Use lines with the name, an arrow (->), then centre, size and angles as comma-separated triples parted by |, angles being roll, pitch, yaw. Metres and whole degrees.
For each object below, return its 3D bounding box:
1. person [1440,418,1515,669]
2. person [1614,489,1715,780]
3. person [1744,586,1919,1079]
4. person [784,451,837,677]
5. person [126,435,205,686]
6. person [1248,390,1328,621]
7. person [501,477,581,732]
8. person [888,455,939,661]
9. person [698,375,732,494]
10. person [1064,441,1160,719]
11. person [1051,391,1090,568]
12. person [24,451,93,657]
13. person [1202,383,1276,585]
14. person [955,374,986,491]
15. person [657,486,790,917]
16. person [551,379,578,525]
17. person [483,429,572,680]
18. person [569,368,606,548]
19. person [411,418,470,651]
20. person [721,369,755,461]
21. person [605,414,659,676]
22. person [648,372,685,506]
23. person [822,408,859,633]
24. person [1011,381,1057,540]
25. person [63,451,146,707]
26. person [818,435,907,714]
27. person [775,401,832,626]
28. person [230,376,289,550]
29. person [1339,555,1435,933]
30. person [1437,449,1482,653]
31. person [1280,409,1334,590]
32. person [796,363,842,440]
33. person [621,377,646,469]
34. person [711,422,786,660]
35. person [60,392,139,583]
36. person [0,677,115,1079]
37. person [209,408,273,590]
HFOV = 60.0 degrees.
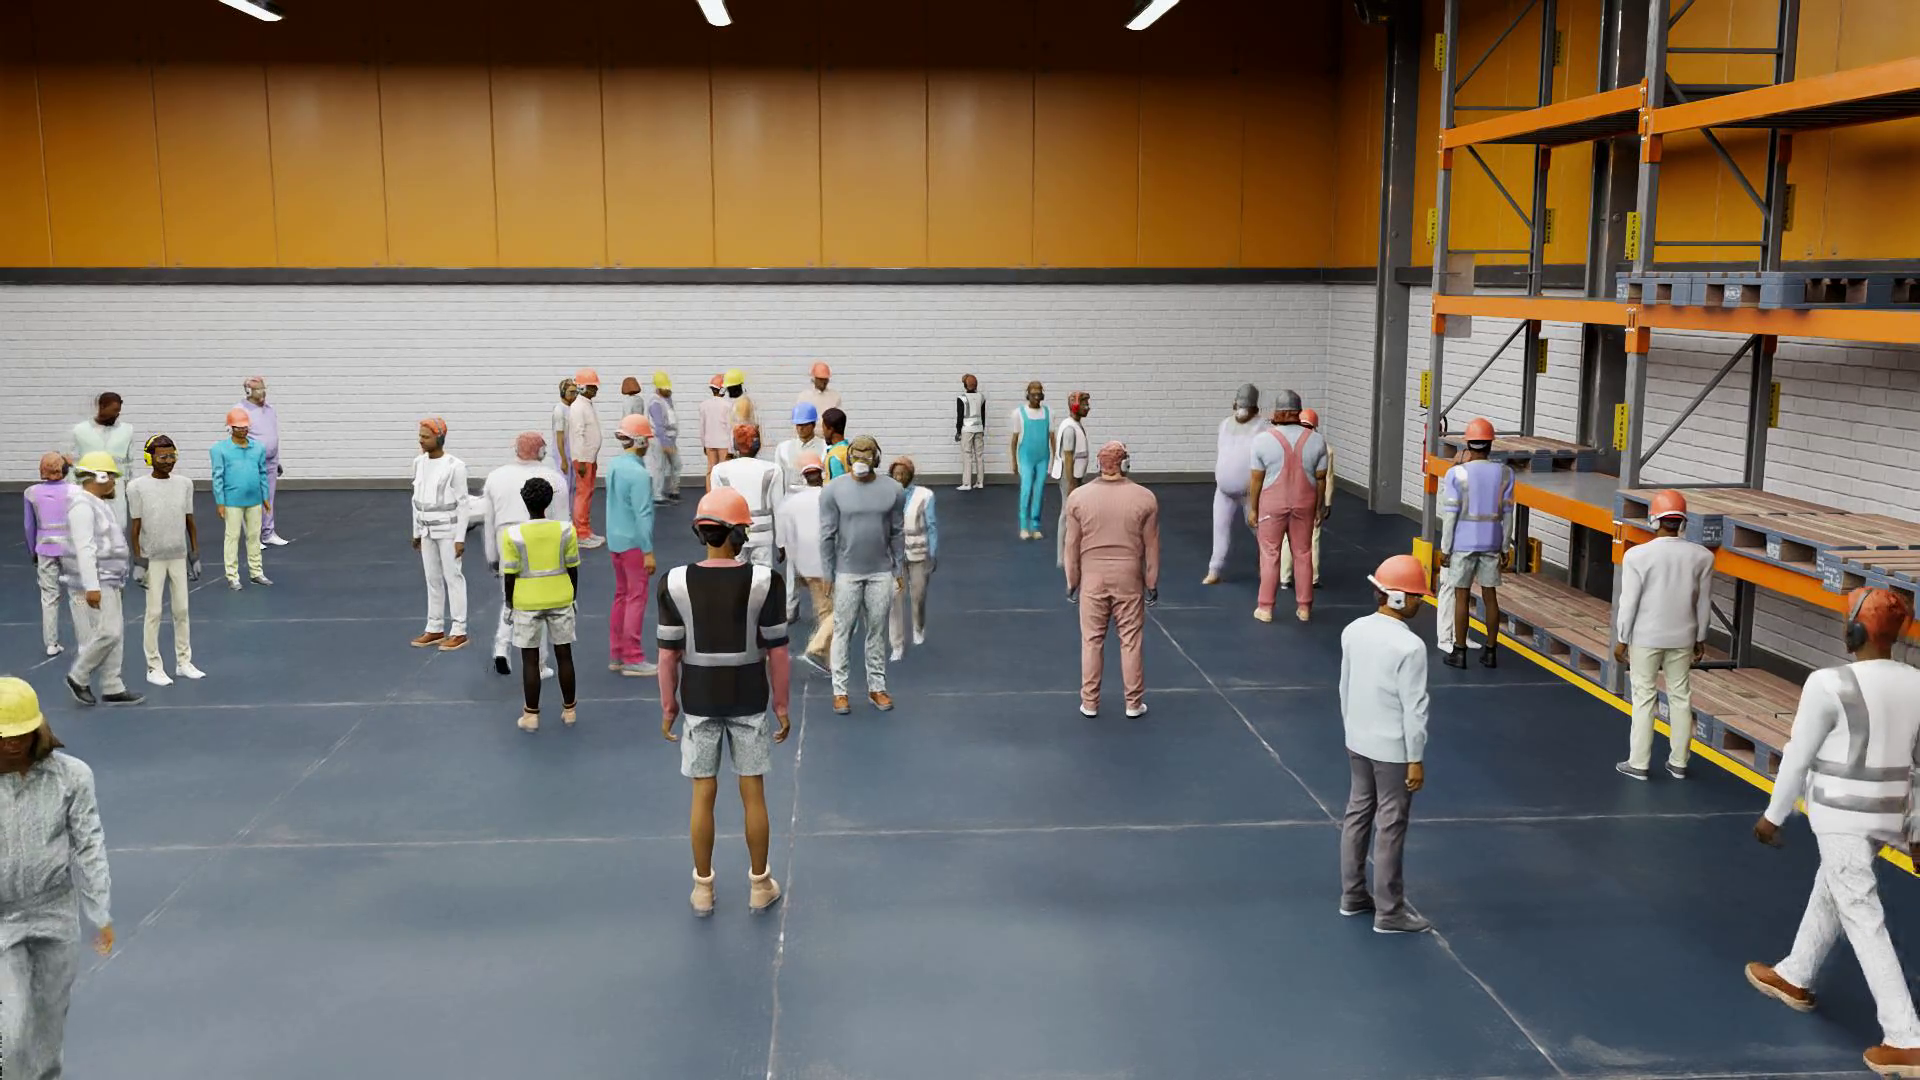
person -> 3.963, 0.030, 12.804 | 0.552, 1.931, 0.366 | -1, 9, -4
person -> 4.211, 0.566, 10.004 | 0.573, 1.749, 0.339 | -1, 9, -4
person -> 3.505, 1.092, 6.486 | 0.579, 1.837, 1.021 | -3, 9, -17
person -> -1.039, 0.195, 12.475 | 0.609, 1.704, 0.472 | 7, 11, 36
person -> -5.883, 0.146, 12.325 | 0.328, 1.862, 0.503 | 8, 12, 40
person -> 2.844, -0.307, 14.585 | 0.689, 2.000, 0.537 | -1, 9, -4
person -> -2.780, 0.427, 11.053 | 0.533, 1.697, 0.319 | -5, 10, -29
person -> -0.418, 0.112, 13.299 | 0.533, 1.612, 0.743 | 1, 9, 5
person -> -3.082, -1.246, 21.377 | 0.562, 1.752, 0.327 | 5, 10, 28
person -> 1.039, 0.274, 11.367 | 0.652, 1.904, 0.402 | 1, 9, 7
person -> 1.145, -0.619, 17.196 | 0.383, 1.838, 0.567 | 2, 9, 13
person -> -7.126, 0.113, 13.202 | 0.523, 1.639, 0.309 | -1, 9, -4
person -> 2.830, -0.598, 16.413 | 0.676, 2.000, 0.979 | 8, 12, 40
person -> 0.150, -1.511, 23.396 | 0.514, 1.642, 0.310 | -7, 12, -39
person -> -1.109, 0.762, 7.874 | 0.615, 2.037, 0.385 | -1, 9, -4
person -> -4.519, -0.937, 19.166 | 0.348, 1.842, 0.505 | 0, 9, 2
person -> -3.219, 0.121, 12.416 | 0.660, 1.885, 0.443 | 2, 9, 12
person -> -4.157, -0.918, 18.567 | 0.396, 1.992, 0.623 | 0, 9, 0
person -> -4.212, -0.047, 13.448 | 0.572, 1.883, 0.355 | 5, 11, 31
person -> -2.738, -1.127, 20.214 | 0.638, 1.892, 0.582 | -2, 9, -14
person -> -2.475, 0.032, 12.653 | 0.411, 1.983, 0.638 | -6, 11, -34
person -> -3.832, -1.301, 21.670 | 0.500, 1.783, 0.667 | 3, 9, 16
person -> -0.995, -0.160, 14.056 | 0.397, 1.917, 0.590 | 1, 9, 5
person -> 0.876, -0.894, 18.944 | 0.527, 1.829, 0.537 | -2, 9, -15
person -> -6.022, 0.291, 11.605 | 0.490, 1.800, 0.647 | -2, 9, -14
person -> -0.665, 0.231, 11.534 | 0.628, 1.936, 0.375 | -3, 10, -19
person -> -1.317, -0.226, 14.366 | 0.618, 1.945, 0.394 | 1, 9, 8
person -> -7.766, -0.858, 18.453 | 0.410, 1.913, 0.643 | 3, 9, 17
person -> 1.991, 0.932, 7.722 | 0.345, 1.745, 0.564 | -4, 10, -21
person -> 4.032, 0.085, 13.367 | 0.514, 1.645, 0.309 | -8, 12, -42
person -> 3.320, -0.389, 16.029 | 0.562, 1.744, 0.346 | 3, 10, 19
person -> -1.706, -1.207, 20.544 | 0.656, 1.935, 1.032 | -4, 10, -25
person -> -4.497, -1.422, 22.859 | 0.270, 1.632, 0.508 | 3, 9, 16
person -> -1.654, 0.016, 13.047 | 0.584, 1.882, 0.339 | -1, 9, -4
person -> -8.588, -0.525, 16.498 | 0.809, 1.870, 0.368 | -7, 11, -36
person -> -3.117, 1.286, 5.567 | 0.599, 1.713, 0.491 | 9, 13, 44
person -> -6.930, -0.402, 16.083 | 0.330, 1.751, 0.563 | 7, 11, 36
